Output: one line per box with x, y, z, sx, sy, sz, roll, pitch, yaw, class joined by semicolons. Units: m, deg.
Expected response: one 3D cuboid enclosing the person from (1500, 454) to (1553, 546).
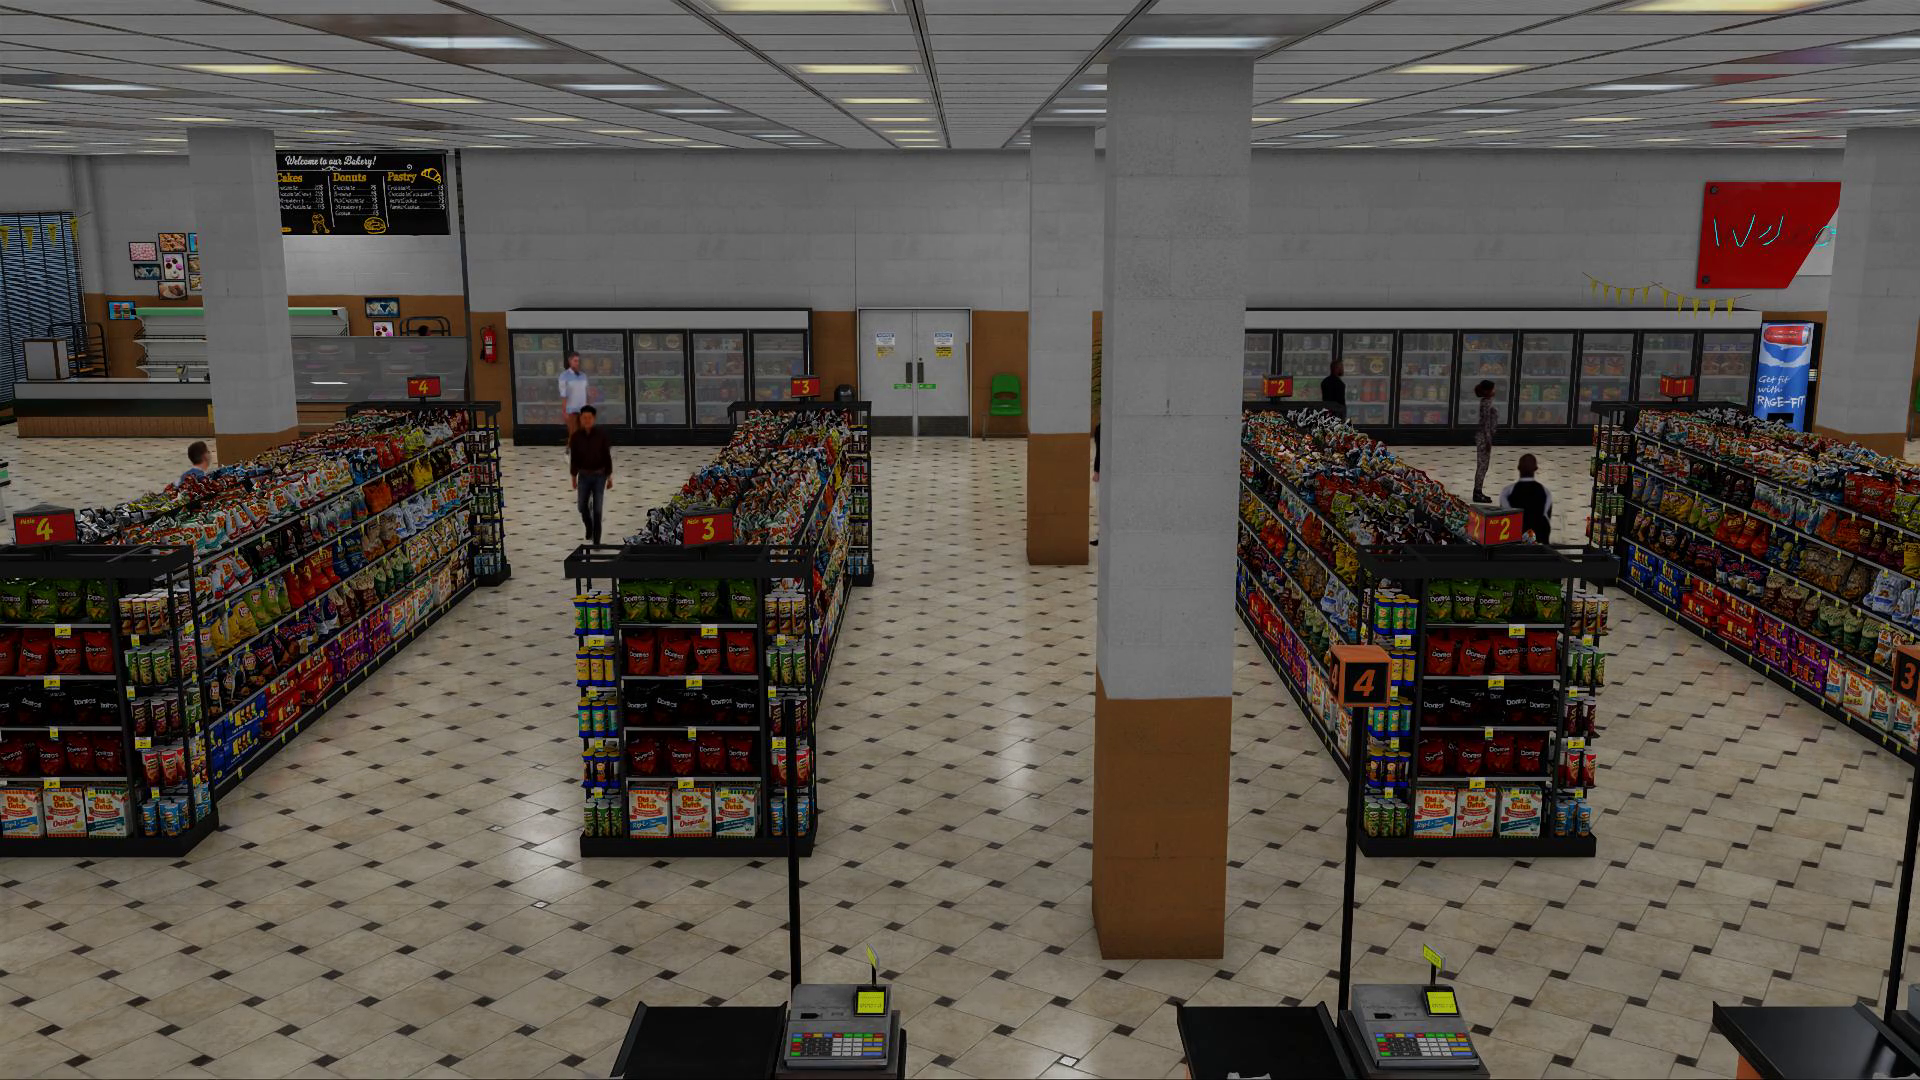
5.483;0.054;16.201;0.692;1.829;0.604;2;12;9;person

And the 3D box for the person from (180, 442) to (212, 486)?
-7.758;-0.085;16.927;0.737;1.802;0.736;3;12;16;person

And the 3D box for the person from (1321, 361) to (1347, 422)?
5.595;-1.788;24.973;0.823;1.818;0.653;-4;12;-17;person

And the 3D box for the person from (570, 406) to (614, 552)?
-4.472;-0.762;20.221;0.734;1.769;0.877;-2;12;-9;person

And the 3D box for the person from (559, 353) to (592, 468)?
-6.111;-2.046;26.196;0.879;1.820;0.806;10;16;41;person

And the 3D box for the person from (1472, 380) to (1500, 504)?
7.362;-1.391;23.343;0.698;1.713;0.589;3;12;16;person
